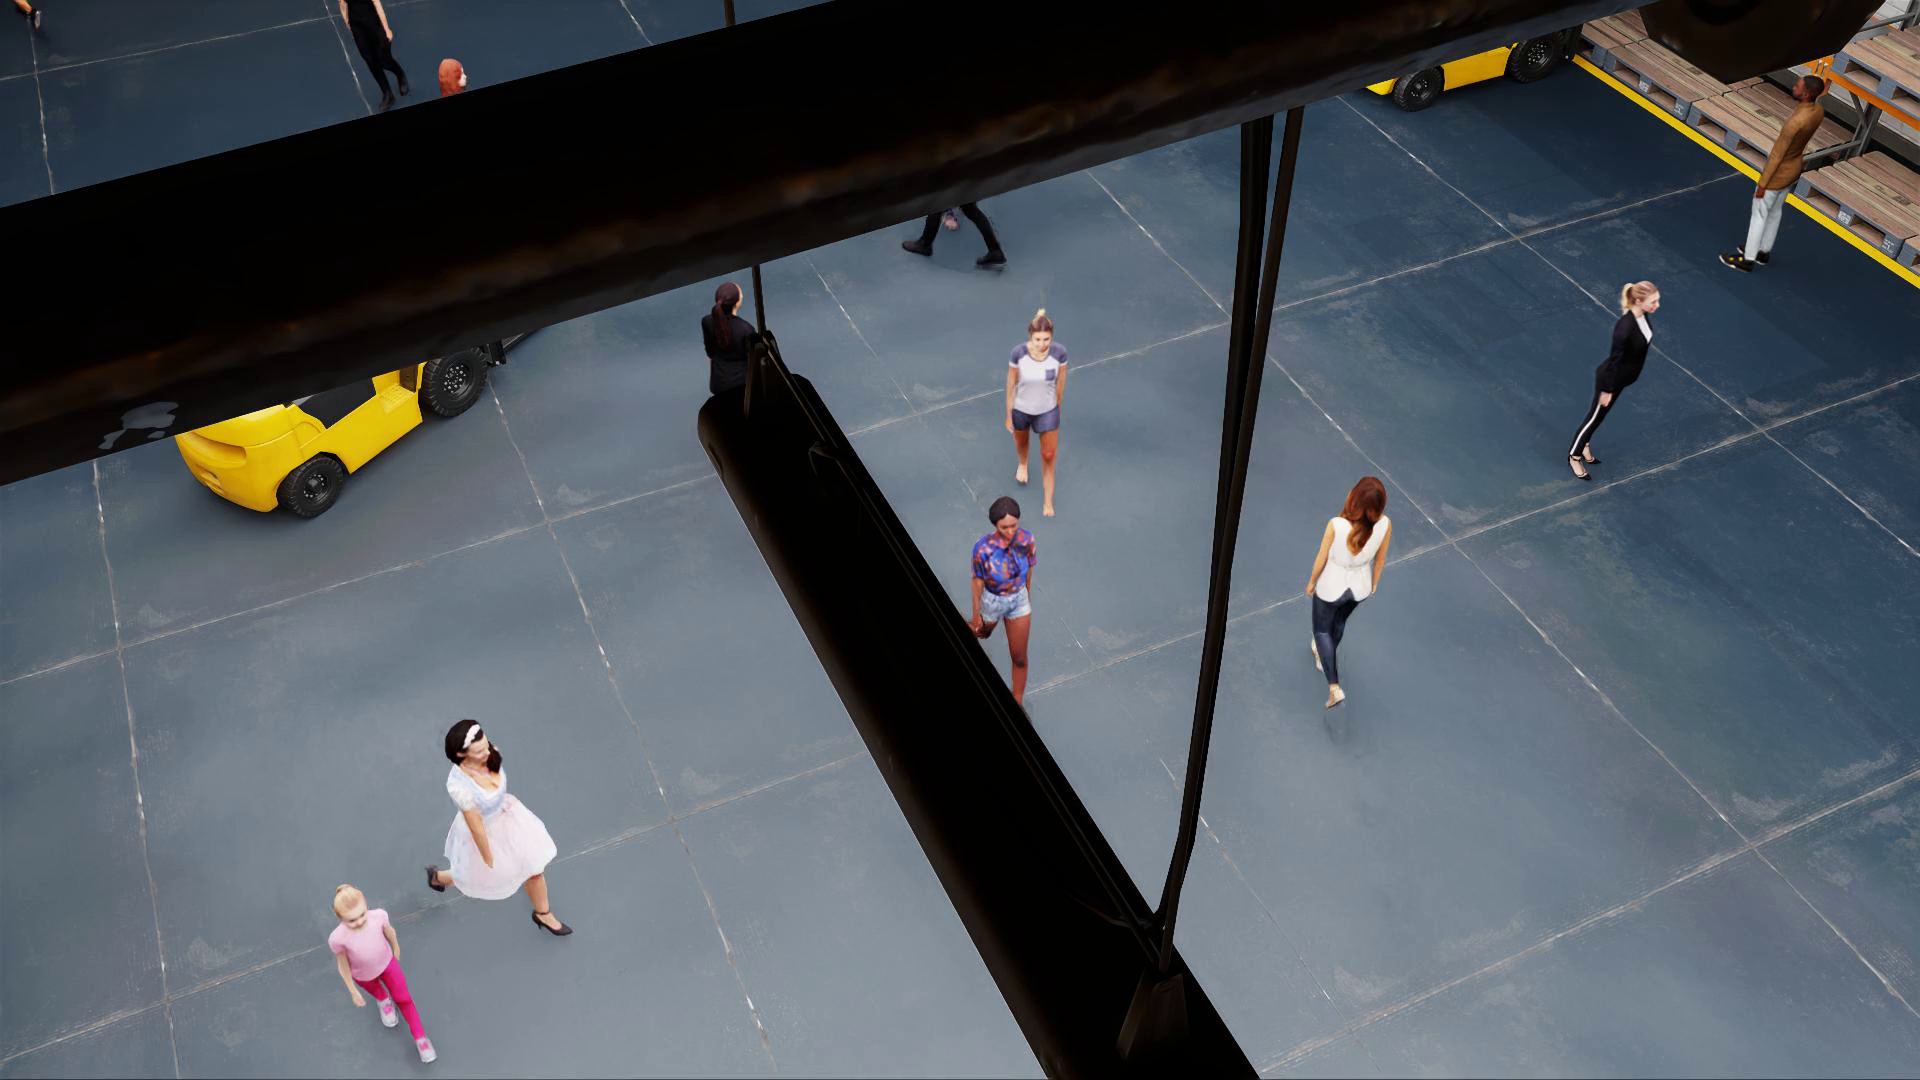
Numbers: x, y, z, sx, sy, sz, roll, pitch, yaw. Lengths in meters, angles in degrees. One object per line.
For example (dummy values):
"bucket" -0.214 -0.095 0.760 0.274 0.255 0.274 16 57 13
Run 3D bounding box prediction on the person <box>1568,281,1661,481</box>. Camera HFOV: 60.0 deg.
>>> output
"person" 4.795 -1.187 12.218 0.695 1.705 0.697 26 49 25

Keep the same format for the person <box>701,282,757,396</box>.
"person" -1.668 -1.169 12.233 0.674 1.659 0.735 14 45 15

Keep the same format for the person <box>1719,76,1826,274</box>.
"person" 6.995 -3.112 14.160 0.690 1.814 0.646 -31 52 -28

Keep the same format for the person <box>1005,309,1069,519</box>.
"person" 0.532 -1.012 12.120 0.850 1.587 1.028 2 44 3

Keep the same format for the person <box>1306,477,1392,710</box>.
"person" 2.446 0.354 10.555 0.812 1.767 1.047 -3 44 -3

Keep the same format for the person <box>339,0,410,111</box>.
"person" -5.754 -5.028 16.275 0.810 1.670 0.890 4 44 4

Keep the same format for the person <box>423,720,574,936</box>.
"person" -2.685 1.633 9.201 1.188 1.782 1.130 13 45 13

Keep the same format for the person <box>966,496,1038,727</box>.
"person" 0.229 0.358 10.594 0.649 1.707 1.175 -14 45 -14

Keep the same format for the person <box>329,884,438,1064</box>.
"person" -3.193 2.240 8.954 0.554 1.246 0.862 -24 49 -23
